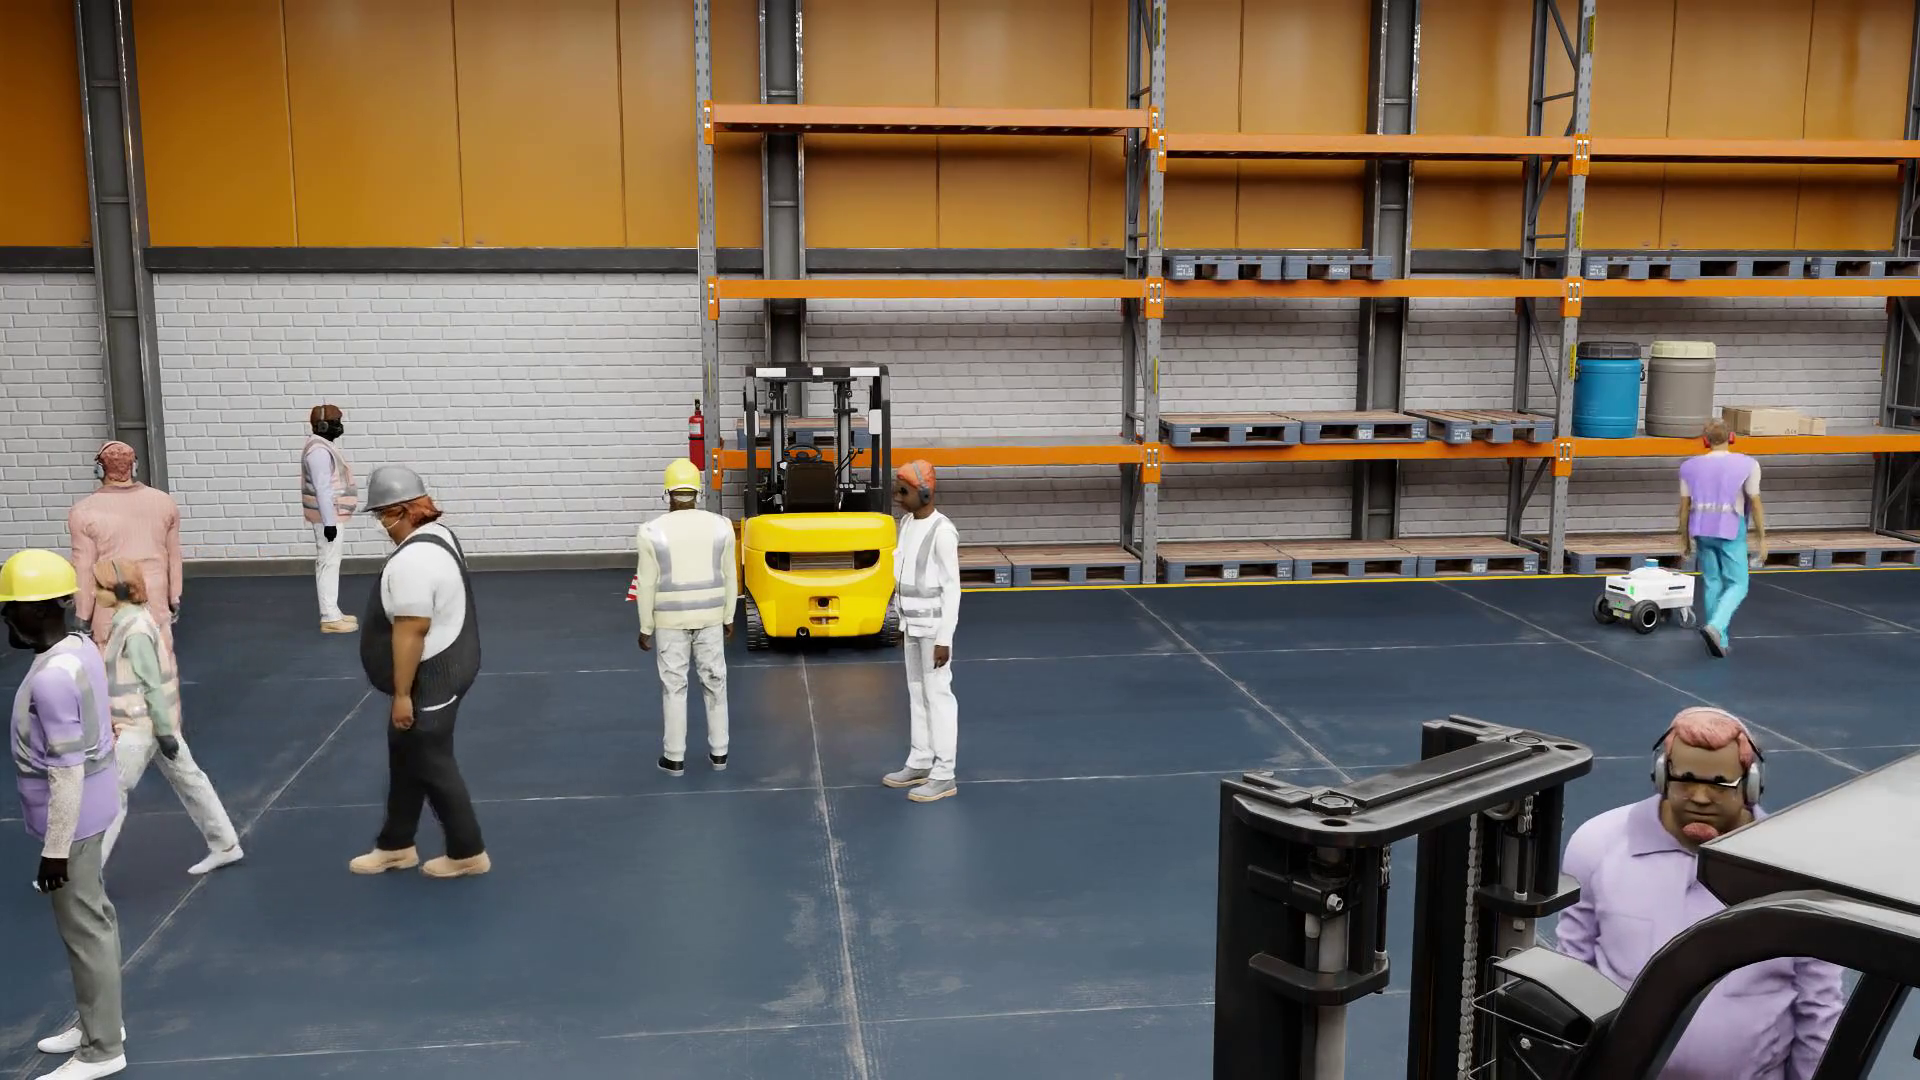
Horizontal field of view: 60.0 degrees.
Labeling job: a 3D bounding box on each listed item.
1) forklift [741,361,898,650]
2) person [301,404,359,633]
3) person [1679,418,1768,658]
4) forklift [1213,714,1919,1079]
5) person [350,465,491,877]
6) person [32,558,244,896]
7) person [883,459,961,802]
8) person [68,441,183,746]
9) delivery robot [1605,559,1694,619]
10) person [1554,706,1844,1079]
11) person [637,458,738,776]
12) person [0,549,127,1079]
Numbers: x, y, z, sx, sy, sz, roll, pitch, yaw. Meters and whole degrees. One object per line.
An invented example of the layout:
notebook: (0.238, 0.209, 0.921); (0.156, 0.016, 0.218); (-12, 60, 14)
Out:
forklift: (-1.154, -0.340, 13.365); (1.214, 2.155, 2.313); (-1, 9, -7)
person: (-5.084, -0.178, 13.452); (0.429, 1.842, 0.636); (-3, 10, -20)
person: (5.652, 0.006, 12.409); (0.658, 1.806, 0.602); (9, 13, 43)
forklift: (1.441, 1.425, 2.350); (1.214, 2.155, 2.313); (-7, 12, -39)
person: (-2.612, 0.608, 7.929); (0.655, 2.000, 0.725); (-1, 9, -9)
person: (-3.845, 0.859, 7.771); (0.904, 1.582, 0.501); (-4, 10, -25)
person: (-0.193, 0.489, 9.150); (0.360, 1.886, 0.575); (-4, 10, -26)
person: (-4.941, 0.365, 9.862); (0.407, 1.909, 0.638); (7, 12, 38)
delivery robot: (5.630, 0.398, 13.569); (0.707, 0.478, 0.477); (-4, 10, -22)
person: (1.708, 1.319, 3.941); (0.645, 1.899, 0.401); (5, 10, 29)
person: (-1.574, 0.444, 9.593); (0.587, 1.835, 0.404); (-4, 10, -23)
person: (-3.200, 0.984, 5.934); (0.369, 1.927, 0.588); (-4, 10, -23)
